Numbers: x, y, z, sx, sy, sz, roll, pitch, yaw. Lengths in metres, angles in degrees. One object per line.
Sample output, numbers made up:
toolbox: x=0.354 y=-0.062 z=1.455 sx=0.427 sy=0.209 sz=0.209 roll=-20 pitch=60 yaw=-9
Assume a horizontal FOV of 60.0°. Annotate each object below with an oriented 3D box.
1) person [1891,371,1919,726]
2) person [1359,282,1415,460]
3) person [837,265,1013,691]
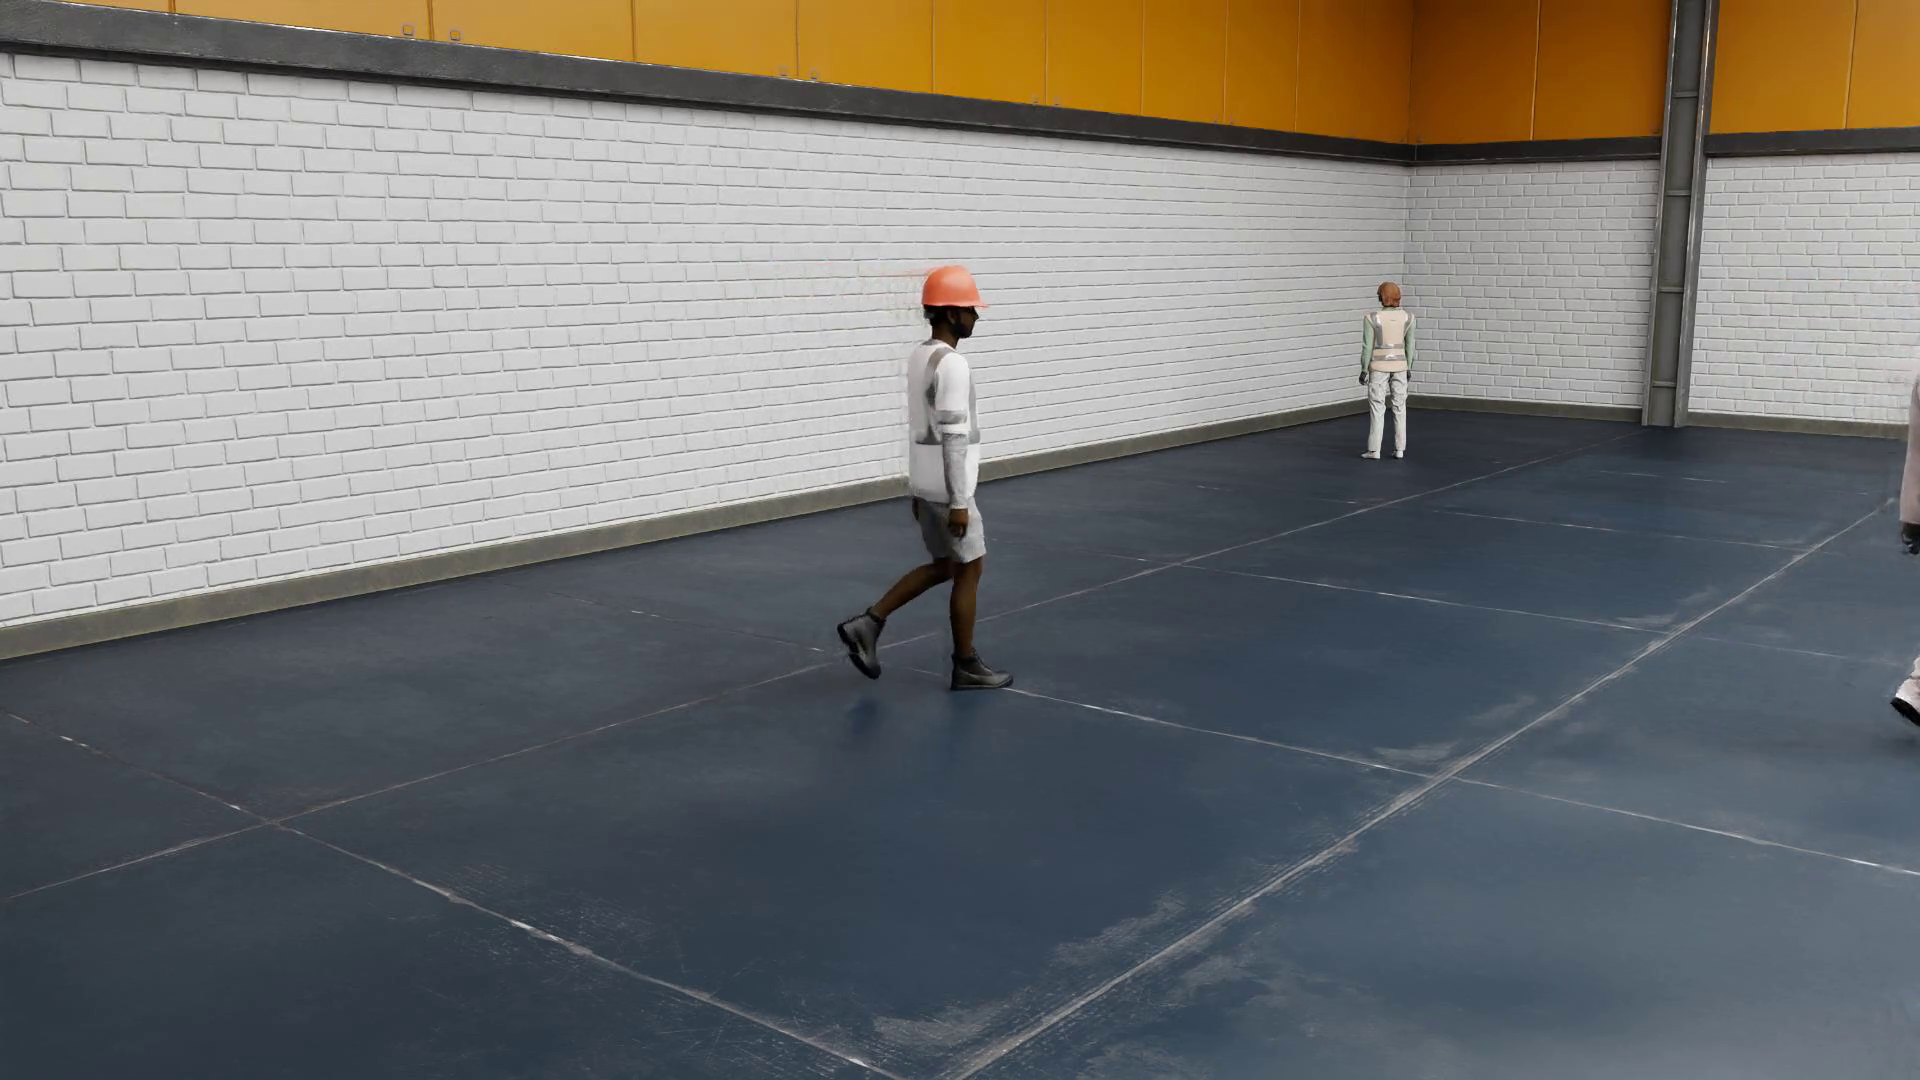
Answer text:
person: x=4.005 y=-0.077 z=6.462 sx=0.443 sy=1.889 sz=0.656 roll=0 pitch=10 yaw=-2
person: x=3.931 y=-1.549 z=15.321 sx=0.514 sy=1.641 sz=0.309 roll=-2 pitch=10 yaw=-10
person: x=-0.138 y=-0.249 z=7.363 sx=0.717 sy=1.919 sz=0.549 roll=-3 pitch=11 yaw=-16
